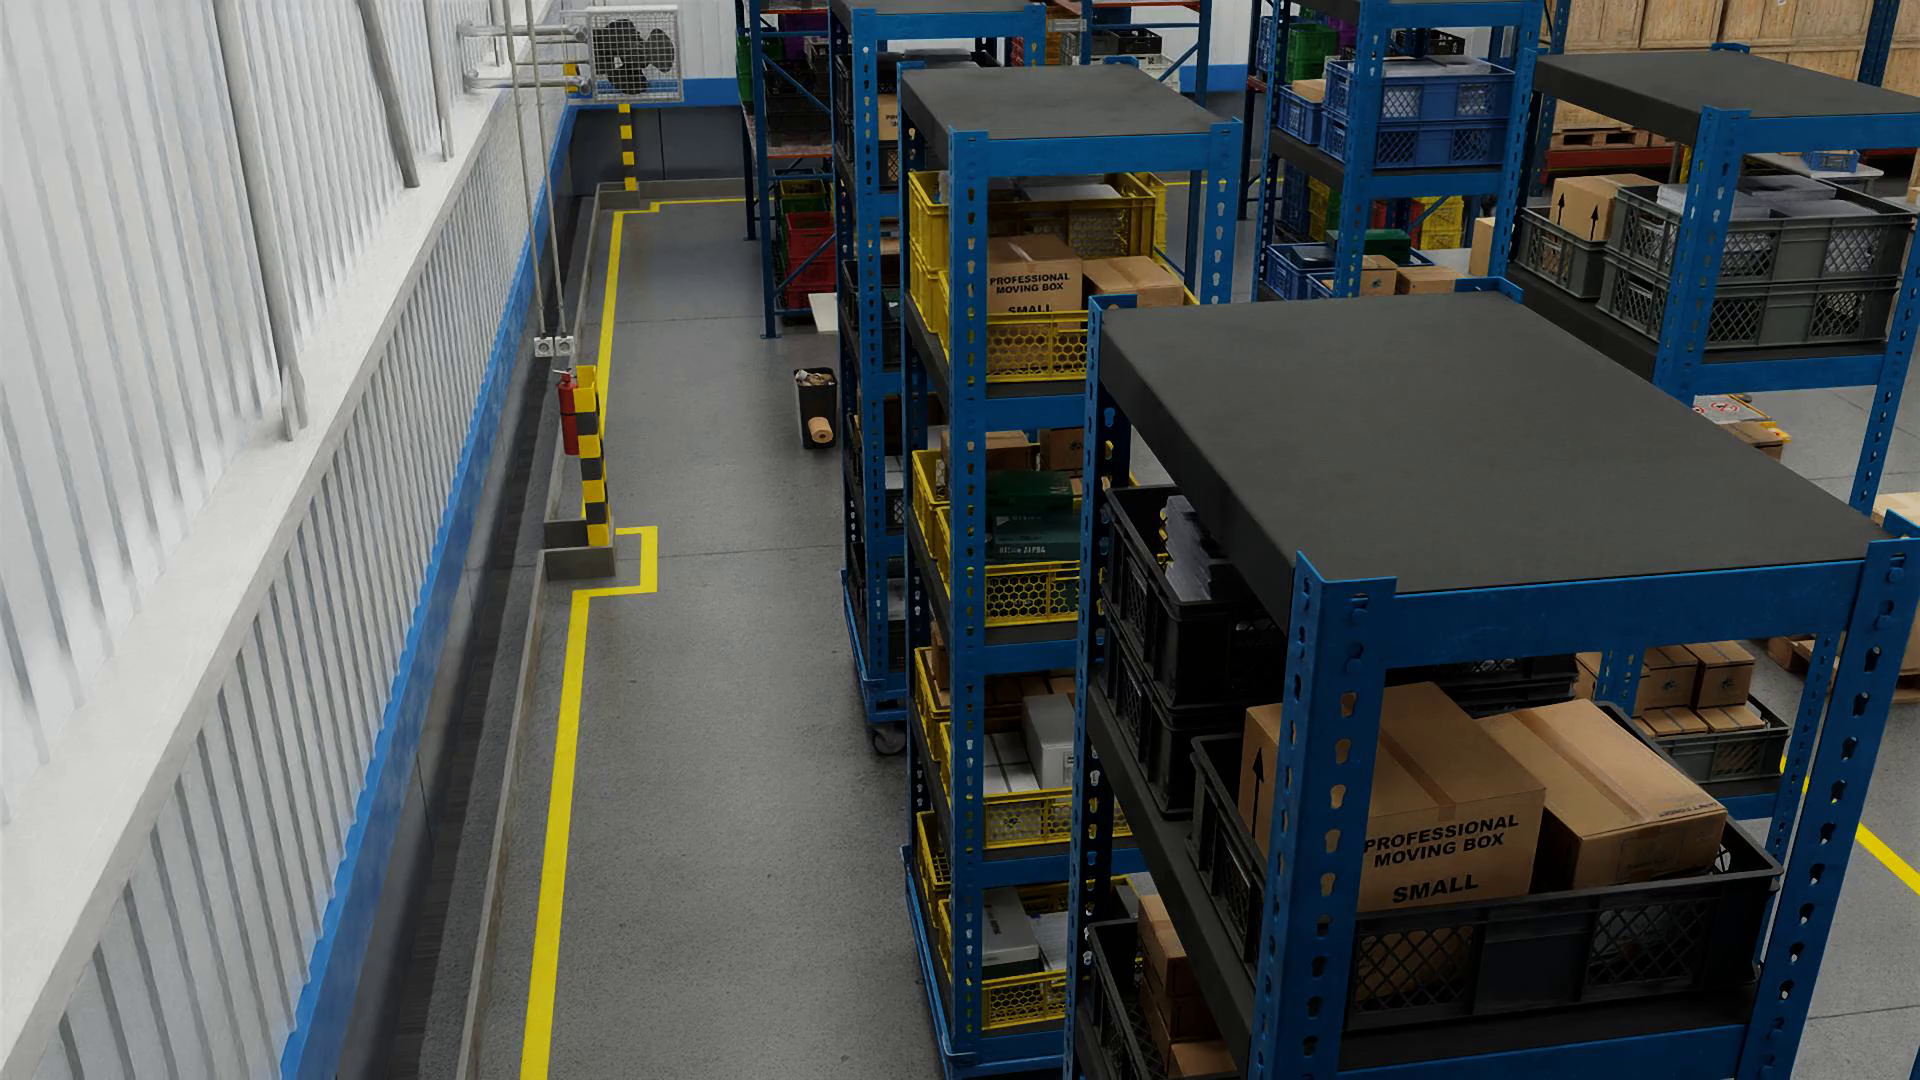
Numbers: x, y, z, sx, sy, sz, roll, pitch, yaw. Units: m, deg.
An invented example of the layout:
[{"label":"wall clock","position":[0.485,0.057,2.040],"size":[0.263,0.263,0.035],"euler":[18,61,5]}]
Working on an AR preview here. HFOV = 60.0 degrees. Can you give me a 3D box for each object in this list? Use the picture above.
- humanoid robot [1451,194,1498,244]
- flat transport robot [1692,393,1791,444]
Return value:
[{"label":"humanoid robot","position":[5.022,-3.419,16.046],"size":[0.606,1.647,0.322],"euler":[13,28,26]},{"label":"flat transport robot","position":[5.224,-0.859,12.132],"size":[1.431,0.197,0.652],"euler":[-4,25,-8]}]
